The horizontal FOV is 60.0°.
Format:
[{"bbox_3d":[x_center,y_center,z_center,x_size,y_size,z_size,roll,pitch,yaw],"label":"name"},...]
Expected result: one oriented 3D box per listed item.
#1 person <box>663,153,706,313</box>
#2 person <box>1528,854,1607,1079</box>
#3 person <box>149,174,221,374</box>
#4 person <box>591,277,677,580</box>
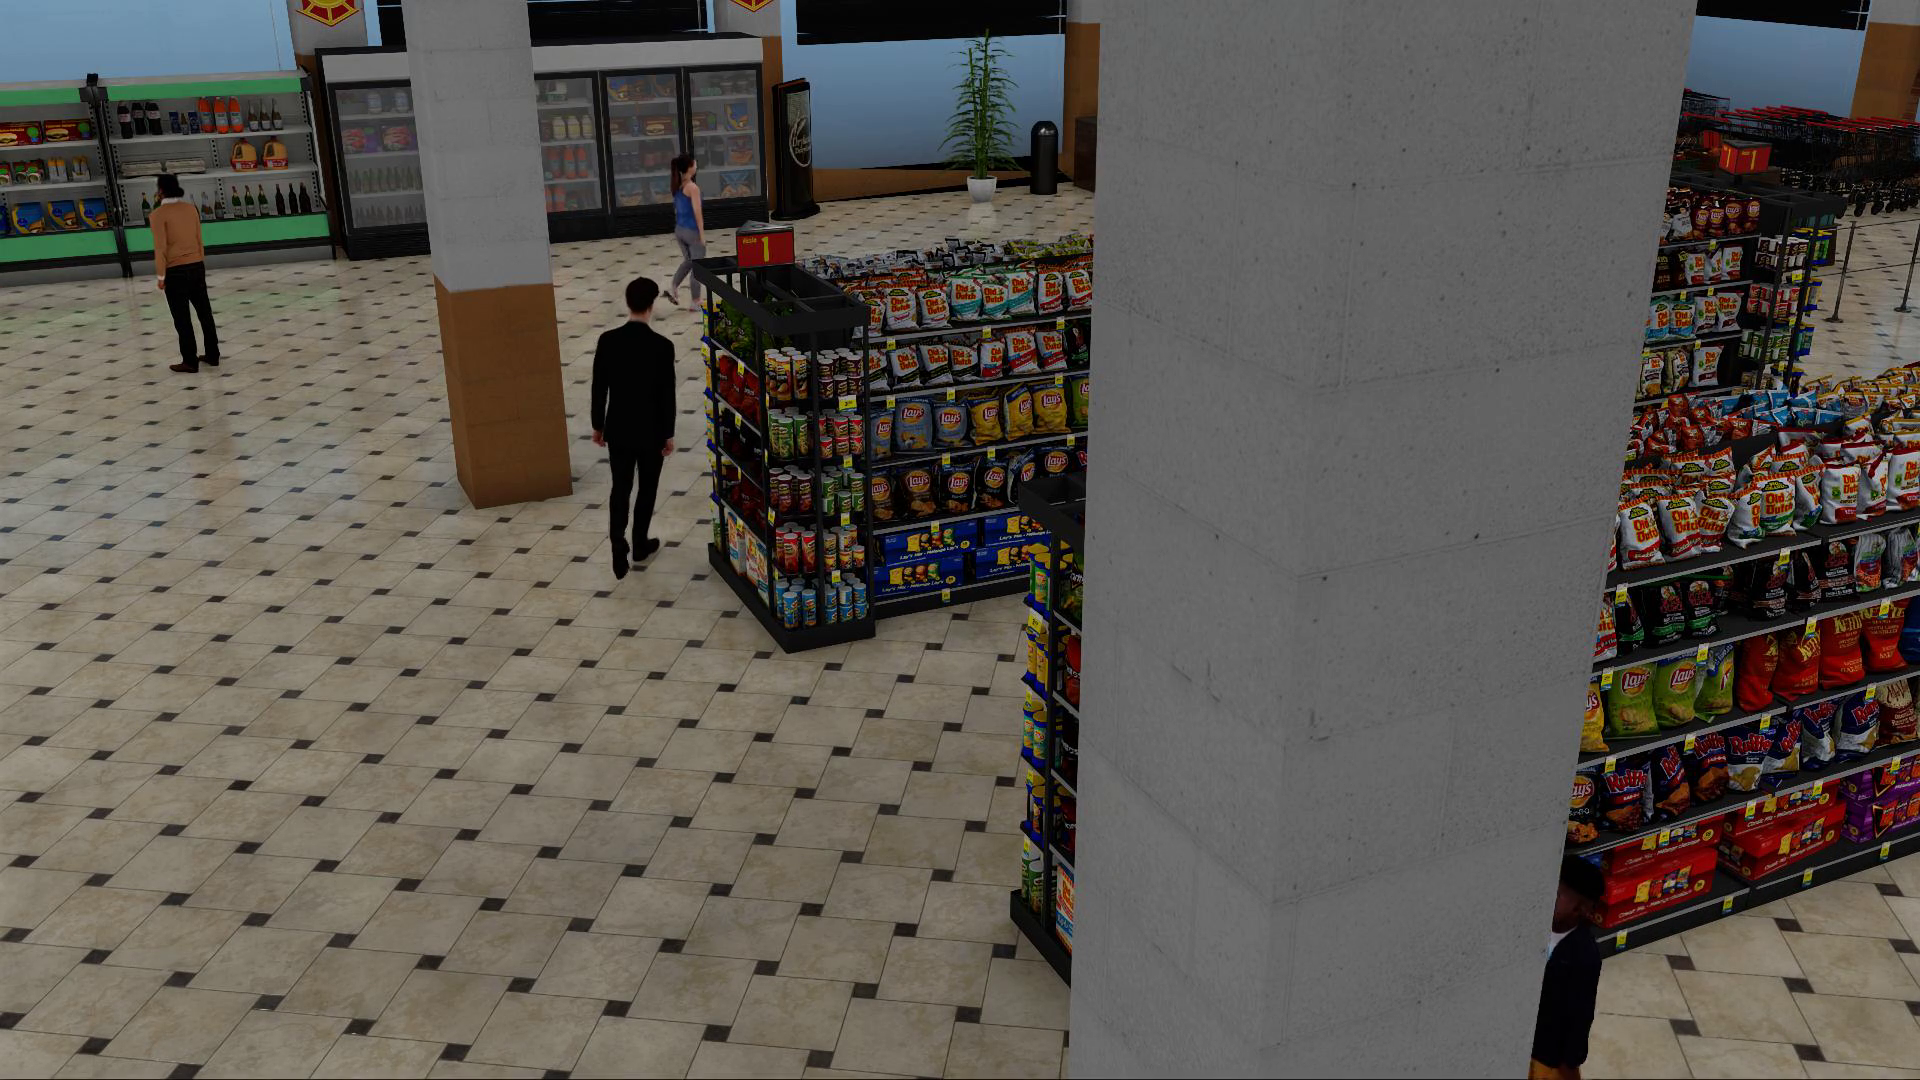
[{"bbox_3d":[-2.778,-3.073,16.729,0.823,1.597,0.701,-19,29,-40],"label":"person"},{"bbox_3d":[2.013,1.607,5.531,0.724,1.262,0.601,-5,22,-12],"label":"person"},{"bbox_3d":[-6.913,-2.381,14.796,0.822,1.754,0.746,10,24,23],"label":"person"},{"bbox_3d":[-2.035,-0.659,10.383,1.136,1.850,1.105,2,22,4],"label":"person"}]
